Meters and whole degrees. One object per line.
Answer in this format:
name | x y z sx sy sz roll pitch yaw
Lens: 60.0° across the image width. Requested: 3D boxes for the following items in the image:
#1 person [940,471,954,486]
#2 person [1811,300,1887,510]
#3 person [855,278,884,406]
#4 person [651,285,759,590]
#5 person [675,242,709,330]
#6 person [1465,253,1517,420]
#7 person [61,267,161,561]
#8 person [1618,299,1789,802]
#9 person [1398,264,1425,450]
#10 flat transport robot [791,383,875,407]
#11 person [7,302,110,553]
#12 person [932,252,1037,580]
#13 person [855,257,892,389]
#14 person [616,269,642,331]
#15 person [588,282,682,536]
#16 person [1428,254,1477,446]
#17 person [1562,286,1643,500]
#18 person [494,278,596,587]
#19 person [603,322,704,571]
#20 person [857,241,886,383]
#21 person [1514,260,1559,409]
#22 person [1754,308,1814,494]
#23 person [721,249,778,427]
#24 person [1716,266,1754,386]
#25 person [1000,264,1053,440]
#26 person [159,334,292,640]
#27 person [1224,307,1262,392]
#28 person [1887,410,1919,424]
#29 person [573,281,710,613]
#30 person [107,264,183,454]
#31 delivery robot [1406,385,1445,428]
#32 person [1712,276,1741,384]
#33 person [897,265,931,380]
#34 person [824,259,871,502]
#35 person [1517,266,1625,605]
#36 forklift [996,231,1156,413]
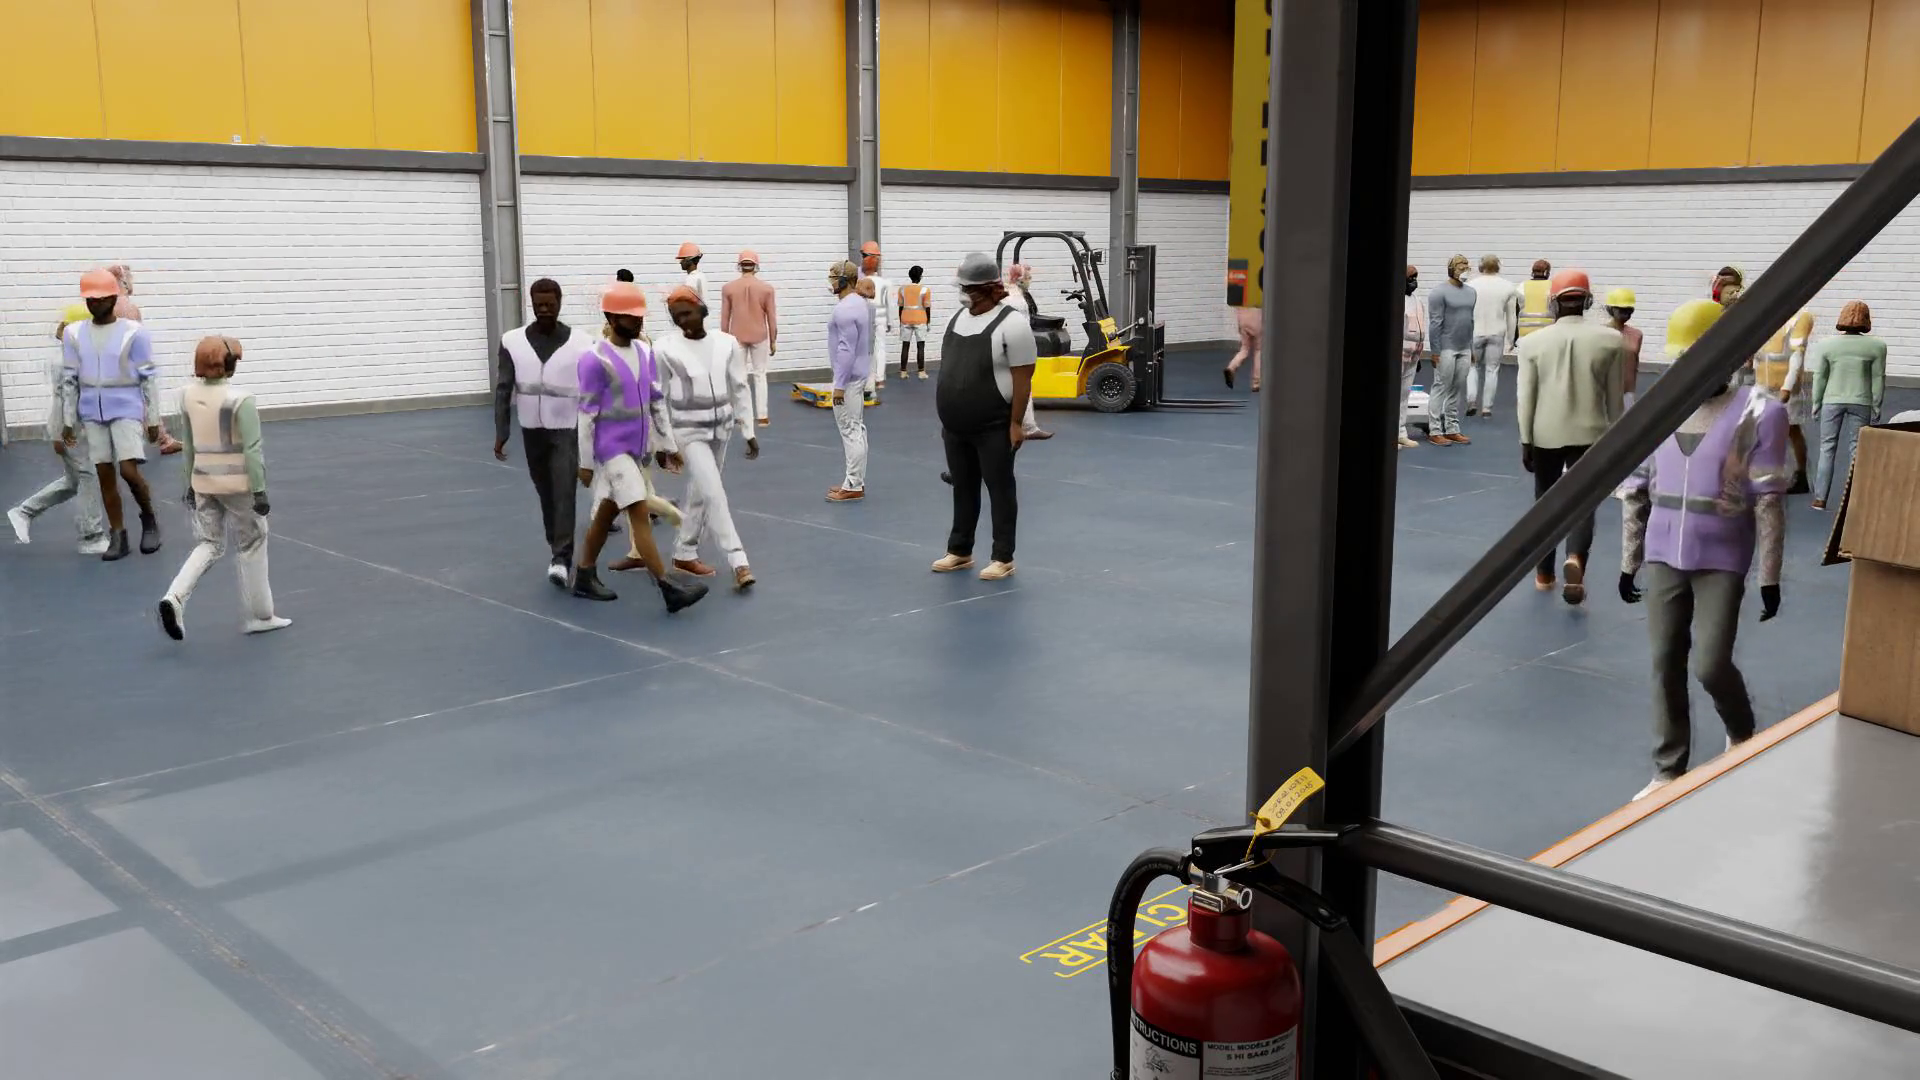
person | 0.149 -1.377 14.085 0.572 1.879 1.002 10 14 44
person | 6.861 -1.030 12.870 0.500 1.633 0.280 6 12 29
person | -1.252 -2.449 20.678 0.509 1.605 0.664 10 14 44
person | -1.537 -0.622 10.084 0.561 1.832 0.882 -10 14 -43
person | -3.249 -2.576 20.188 0.391 2.041 0.615 1 10 4
person | 6.115 -2.352 19.292 0.643 1.922 0.464 3 11 17
person | -5.584 -0.819 10.927 0.559 1.921 0.386 -1 10 -3
person | 2.767 0.059 6.187 0.559 1.902 0.623 -9 13 -39
person | 4.417 -1.825 16.637 0.619 1.845 0.430 -9 14 -41
flat transport robot | -1.619 -1.844 21.030 0.652 0.197 1.431 -4 11 -22
person | -6.019 -0.737 11.116 0.706 1.705 0.496 -2 11 -9
person | 0.106 -0.772 10.355 0.675 2.000 0.537 9 14 42
person | -1.234 -3.031 23.259 0.586 1.841 0.955 -2 11 -8
person | -4.344 -2.696 21.783 0.322 1.696 0.536 0 10 1
person | -2.360 -0.942 11.944 0.621 1.791 0.906 10 14 43
person | 5.015 -1.927 16.928 0.636 1.939 0.362 -7 12 -33
person | 5.258 -1.204 13.558 0.532 1.736 0.826 -3 11 -15
person | -2.536 -0.664 10.236 0.601 1.865 0.987 0 10 0
person | -1.975 -0.600 10.572 0.540 1.608 0.547 -4 11 -22
person | -1.293 -3.292 24.093 0.390 2.039 0.615 -5 12 -26
person | 7.060 -2.502 20.356 0.623 1.836 0.430 6 12 29
person | 6.638 -1.286 13.586 0.996 1.884 0.547 -5 12 -26
person | -2.354 -2.256 18.612 0.626 1.984 0.430 -1 10 -4
person | 6.785 -1.498 14.797 0.380 1.860 0.546 -6 12 -30
person | 0.434 -1.944 17.291 0.989 1.851 0.660 -4 11 -21
person | -3.887 -0.265 8.726 0.531 1.619 0.676 4 11 22
person | 3.954 -2.943 22.607 0.603 1.886 0.652 -7 13 -35
person | 3.311 0.196 5.554 0.312 1.865 0.535 -9 14 -41
person | -1.876 -0.526 9.487 1.038 1.871 0.550 5 11 24
person | -8.009 -1.703 15.951 0.659 1.853 1.018 7 12 32
delivery robot | 4.816 -1.389 17.515 0.707 0.478 0.477 0 10 1
person | 6.365 -1.311 13.982 0.578 1.793 0.899 -6 12 -29
person | -0.675 -3.221 24.676 0.532 1.690 0.321 3 11 18
person | -0.910 -1.271 13.353 0.372 1.940 0.632 1 10 4
person | 3.546 -0.612 9.709 0.608 1.961 0.887 4 11 22
forklift | 1.222 -2.721 20.561 2.313 2.155 1.214 2 11 13
